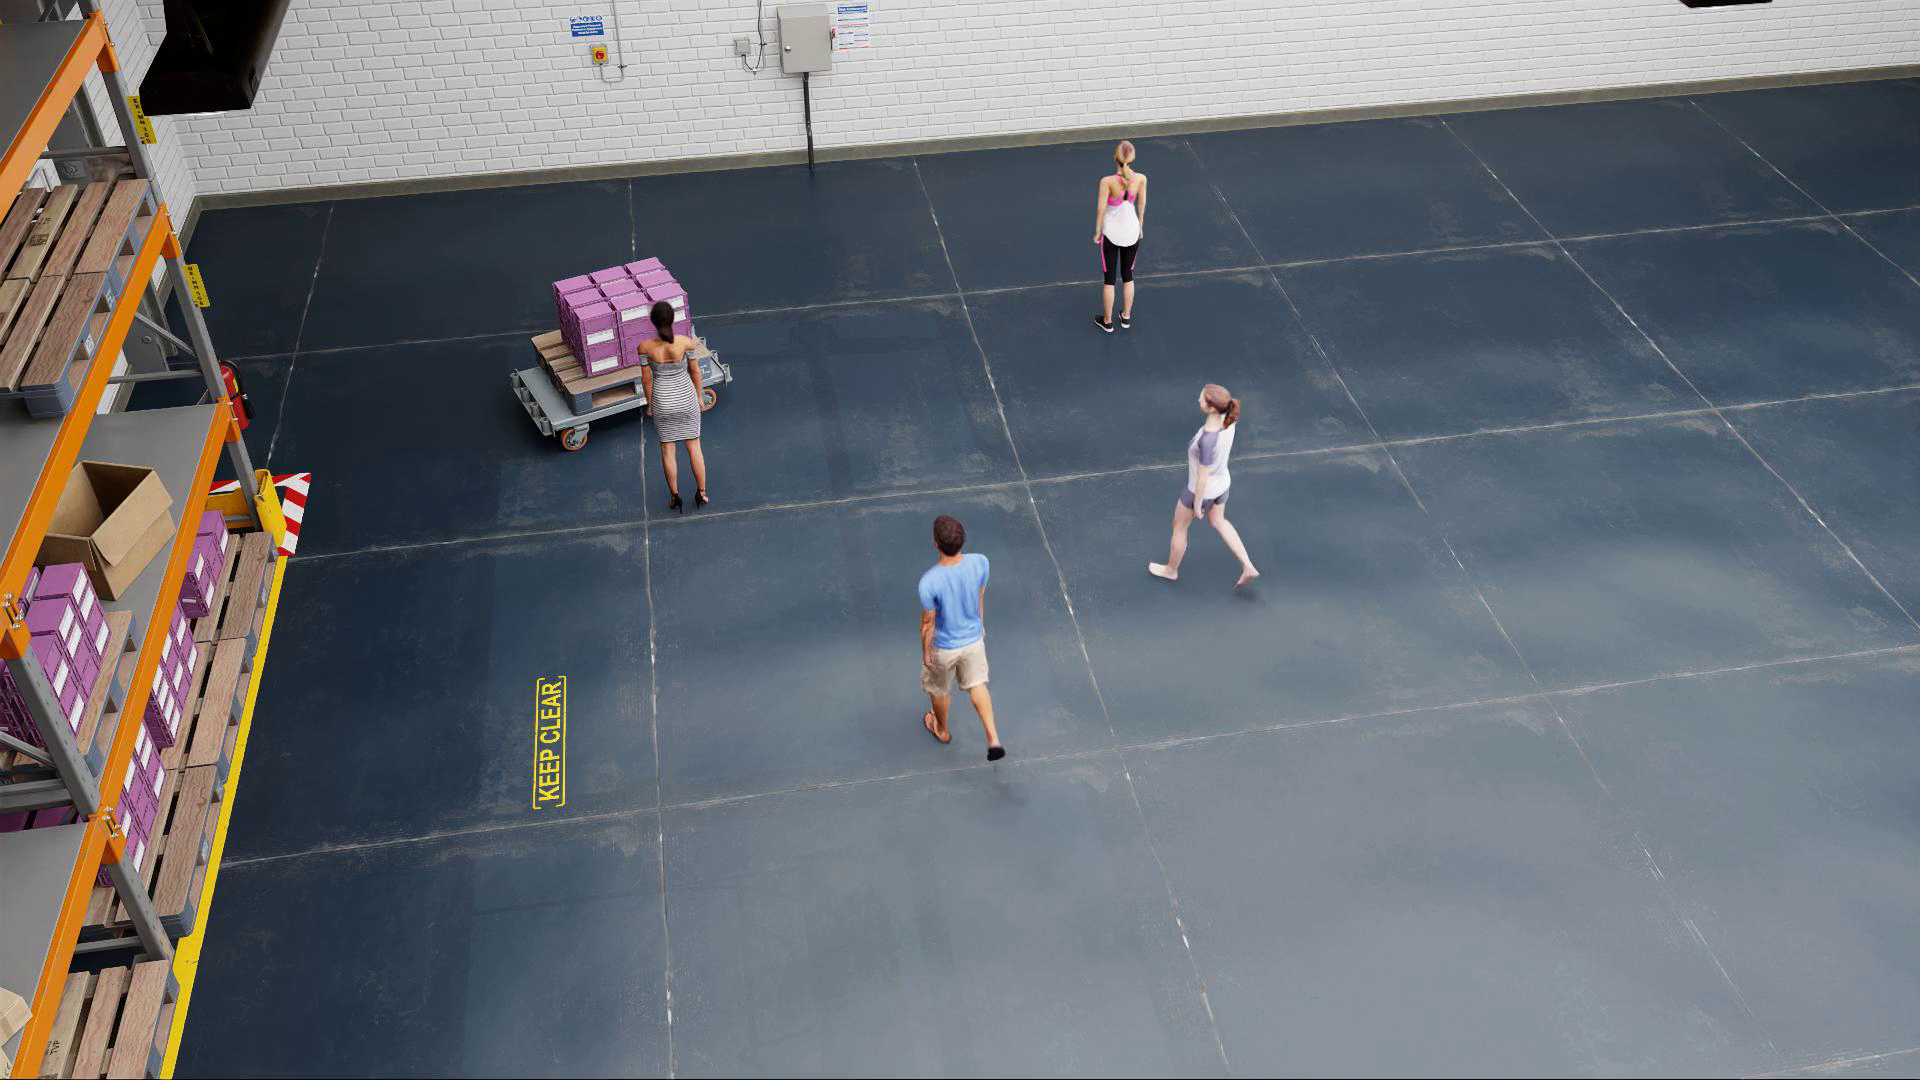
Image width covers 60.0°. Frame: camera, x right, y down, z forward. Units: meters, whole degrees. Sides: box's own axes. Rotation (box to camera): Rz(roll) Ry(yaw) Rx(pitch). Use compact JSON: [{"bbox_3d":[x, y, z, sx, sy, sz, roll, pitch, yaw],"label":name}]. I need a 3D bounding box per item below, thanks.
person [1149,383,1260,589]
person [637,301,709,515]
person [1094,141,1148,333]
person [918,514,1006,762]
[{"bbox_3d":[1.806,-0.347,11.726,1.088,1.744,0.970,27,46,30],"label":"person"},{"bbox_3d":[-2.133,-0.985,12.461,0.584,1.824,0.524,-7,39,-8],"label":"person"},{"bbox_3d":[1.405,-2.656,14.583,0.627,1.788,0.551,-11,40,-13],"label":"person"},{"bbox_3d":[0.020,0.666,10.374,0.825,1.848,1.068,-18,42,-21],"label":"person"}]
